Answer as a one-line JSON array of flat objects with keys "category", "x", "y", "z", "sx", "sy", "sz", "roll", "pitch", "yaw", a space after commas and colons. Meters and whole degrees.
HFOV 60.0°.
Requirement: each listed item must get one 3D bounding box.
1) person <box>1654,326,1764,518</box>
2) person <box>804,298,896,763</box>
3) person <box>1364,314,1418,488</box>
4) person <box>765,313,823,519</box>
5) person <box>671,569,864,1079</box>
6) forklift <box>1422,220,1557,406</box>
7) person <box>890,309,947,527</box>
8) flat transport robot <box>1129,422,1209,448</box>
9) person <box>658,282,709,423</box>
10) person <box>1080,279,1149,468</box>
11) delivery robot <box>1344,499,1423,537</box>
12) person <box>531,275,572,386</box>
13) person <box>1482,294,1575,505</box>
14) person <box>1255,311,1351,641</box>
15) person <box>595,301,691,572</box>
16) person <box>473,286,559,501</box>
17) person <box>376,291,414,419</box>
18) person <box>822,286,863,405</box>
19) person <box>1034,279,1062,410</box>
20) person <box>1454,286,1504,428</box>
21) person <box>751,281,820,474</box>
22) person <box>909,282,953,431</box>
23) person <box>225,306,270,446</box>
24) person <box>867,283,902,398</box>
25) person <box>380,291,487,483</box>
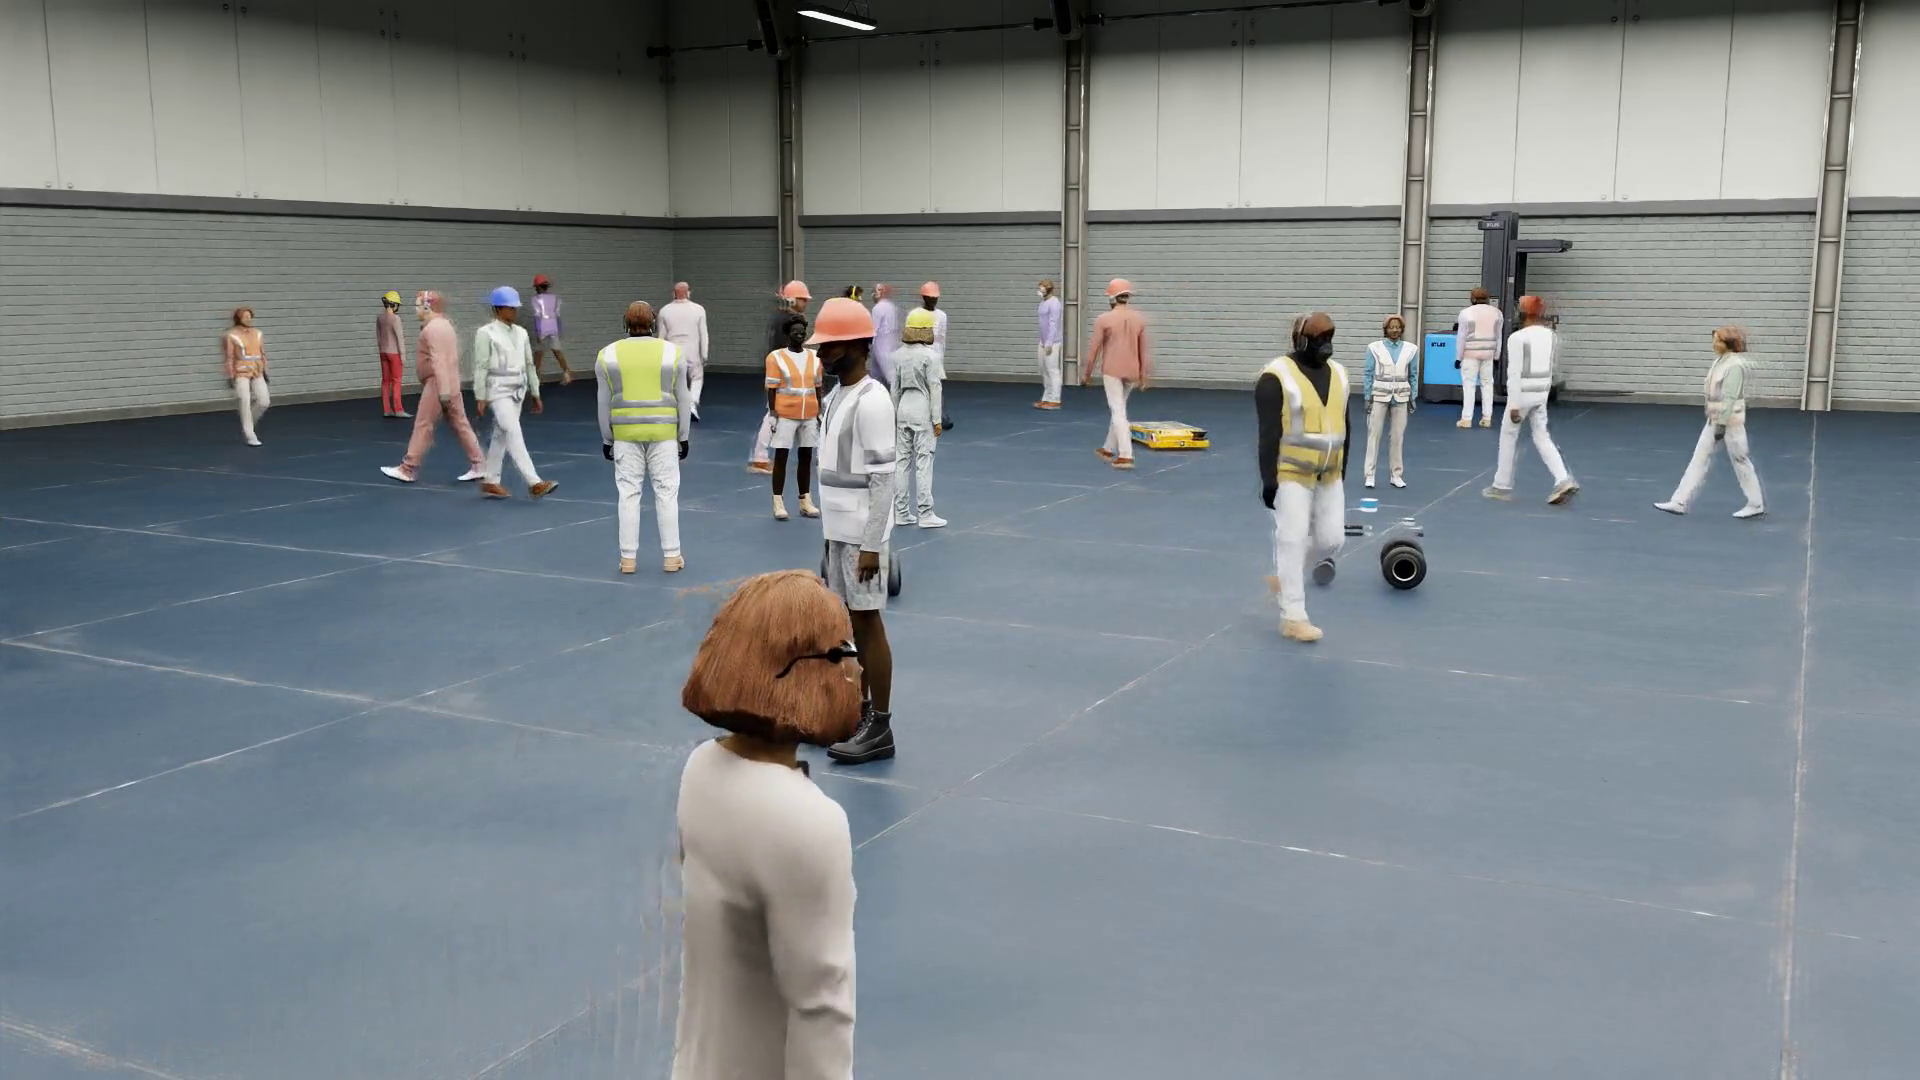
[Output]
[{"category": "person", "x": 6.300, "y": -0.971, "z": 13.778, "sx": 0.879, "sy": 1.585, "sz": 0.540, "roll": 0, "pitch": 9, "yaw": 2}, {"category": "person", "x": -0.469, "y": -0.045, "z": 7.013, "sx": 0.363, "sy": 1.934, "sz": 0.552, "roll": -4, "pitch": 10, "yaw": -22}, {"category": "person", "x": 4.076, "y": -1.314, "z": 15.760, "sx": 0.515, "sy": 1.639, "sz": 0.314, "roll": 0, "pitch": 9, "yaw": 0}, {"category": "person", "x": -1.365, "y": -1.030, "z": 13.825, "sx": 0.537, "sy": 1.695, "sz": 0.320, "roll": -6, "pitch": 11, "yaw": -32}, {"category": "person", "x": -0.262, "y": 0.843, "z": 2.489, "sx": 0.359, "sy": 1.617, "sz": 0.527, "roll": -5, "pitch": 10, "yaw": -28}, {"category": "forklift", "x": 8.245, "y": -3.527, "z": 25.720, "sx": 1.873, "sy": 2.768, "sz": 1.129, "roll": 5, "pitch": 10, "yaw": 27}, {"category": "person", "x": -0.334, "y": -0.984, "z": 13.398, "sx": 0.493, "sy": 1.742, "sz": 0.322, "roll": 7, "pitch": 12, "yaw": 38}, {"category": "flat transport robot", "x": 2.413, "y": -1.264, "z": 19.784, "sx": 0.652, "sy": 0.197, "sz": 1.431, "roll": -2, "pitch": 9, "yaw": -11}, {"category": "person", "x": -3.669, "y": -2.478, "z": 22.133, "sx": 0.670, "sy": 1.894, "sz": 0.432, "roll": 0, "pitch": 9, "yaw": 1}, {"category": "person", "x": 1.605, "y": -1.756, "z": 17.520, "sx": 0.630, "sy": 1.950, "sz": 0.990, "roll": -5, "pitch": 11, "yaw": -29}, {"category": "delivery robot", "x": 2.705, "y": -0.157, "z": 11.001, "sx": 0.698, "sy": 0.223, "sz": 0.335, "roll": 2, "pitch": 9, "yaw": 13}, {"category": "person", "x": -7.349, "y": -3.737, "z": 29.665, "sx": 1.079, "sy": 1.997, "sz": 0.614, "roll": 8, "pitch": 12, "yaw": 39}, {"category": "person", "x": 5.071, "y": -1.245, "z": 14.714, "sx": 0.581, "sy": 1.852, "sz": 0.938, "roll": -5, "pitch": 10, "yaw": -26}, {"category": "person", "x": 1.910, "y": -0.370, "z": 9.353, "sx": 0.636, "sy": 1.828, "sz": 0.530, "roll": -5, "pitch": 10, "yaw": -26}, {"category": "person", "x": -2.151, "y": -0.702, "z": 11.360, "sx": 0.627, "sy": 1.845, "sz": 0.429, "roll": -1, "pitch": 9, "yaw": -8}, {"category": "person", "x": -3.944, "y": -1.290, "z": 14.795, "sx": 0.965, "sy": 1.896, "sz": 0.639, "roll": 4, "pitch": 10, "yaw": 24}, {"category": "person", "x": -7.900, "y": -2.577, "z": 23.183, "sx": 0.523, "sy": 1.760, "sz": 0.324, "roll": 7, "pitch": 11, "yaw": 35}, {"category": "person", "x": -1.616, "y": -2.653, "z": 23.401, "sx": 0.523, "sy": 1.841, "sz": 0.573, "roll": 0, "pitch": 9, "yaw": 0}, {"category": "person", "x": 1.318, "y": -2.913, "z": 24.745, "sx": 0.374, "sy": 1.932, "sz": 0.629, "roll": -3, "pitch": 10, "yaw": -17}, {"category": "person", "x": 6.787, "y": -2.400, "z": 21.836, "sx": 0.634, "sy": 1.839, "sz": 0.429, "roll": -2, "pitch": 9, "yaw": -9}, {"category": "person", "x": -1.646, "y": -1.627, "z": 16.756, "sx": 1.038, "sy": 1.938, "sz": 0.611, "roll": 1, "pitch": 9, "yaw": 6}, {"category": "person", "x": -0.382, "y": -2.361, "z": 21.445, "sx": 0.552, "sy": 1.896, "sz": 0.859, "roll": -3, "pitch": 10, "yaw": -20}, {"category": "person", "x": -8.371, "y": -1.924, "z": 19.530, "sx": 0.396, "sy": 1.627, "sz": 0.534, "roll": 5, "pitch": 11, "yaw": 31}, {"category": "person", "x": -1.124, "y": -2.839, "z": 24.480, "sx": 0.958, "sy": 1.869, "sz": 0.648, "roll": 2, "pitch": 9, "yaw": 12}, {"category": "person", "x": -5.085, "y": -1.473, "z": 16.088, "sx": 1.017, "sy": 1.847, "sz": 0.688, "roll": -1, "pitch": 9, "yaw": -3}]
